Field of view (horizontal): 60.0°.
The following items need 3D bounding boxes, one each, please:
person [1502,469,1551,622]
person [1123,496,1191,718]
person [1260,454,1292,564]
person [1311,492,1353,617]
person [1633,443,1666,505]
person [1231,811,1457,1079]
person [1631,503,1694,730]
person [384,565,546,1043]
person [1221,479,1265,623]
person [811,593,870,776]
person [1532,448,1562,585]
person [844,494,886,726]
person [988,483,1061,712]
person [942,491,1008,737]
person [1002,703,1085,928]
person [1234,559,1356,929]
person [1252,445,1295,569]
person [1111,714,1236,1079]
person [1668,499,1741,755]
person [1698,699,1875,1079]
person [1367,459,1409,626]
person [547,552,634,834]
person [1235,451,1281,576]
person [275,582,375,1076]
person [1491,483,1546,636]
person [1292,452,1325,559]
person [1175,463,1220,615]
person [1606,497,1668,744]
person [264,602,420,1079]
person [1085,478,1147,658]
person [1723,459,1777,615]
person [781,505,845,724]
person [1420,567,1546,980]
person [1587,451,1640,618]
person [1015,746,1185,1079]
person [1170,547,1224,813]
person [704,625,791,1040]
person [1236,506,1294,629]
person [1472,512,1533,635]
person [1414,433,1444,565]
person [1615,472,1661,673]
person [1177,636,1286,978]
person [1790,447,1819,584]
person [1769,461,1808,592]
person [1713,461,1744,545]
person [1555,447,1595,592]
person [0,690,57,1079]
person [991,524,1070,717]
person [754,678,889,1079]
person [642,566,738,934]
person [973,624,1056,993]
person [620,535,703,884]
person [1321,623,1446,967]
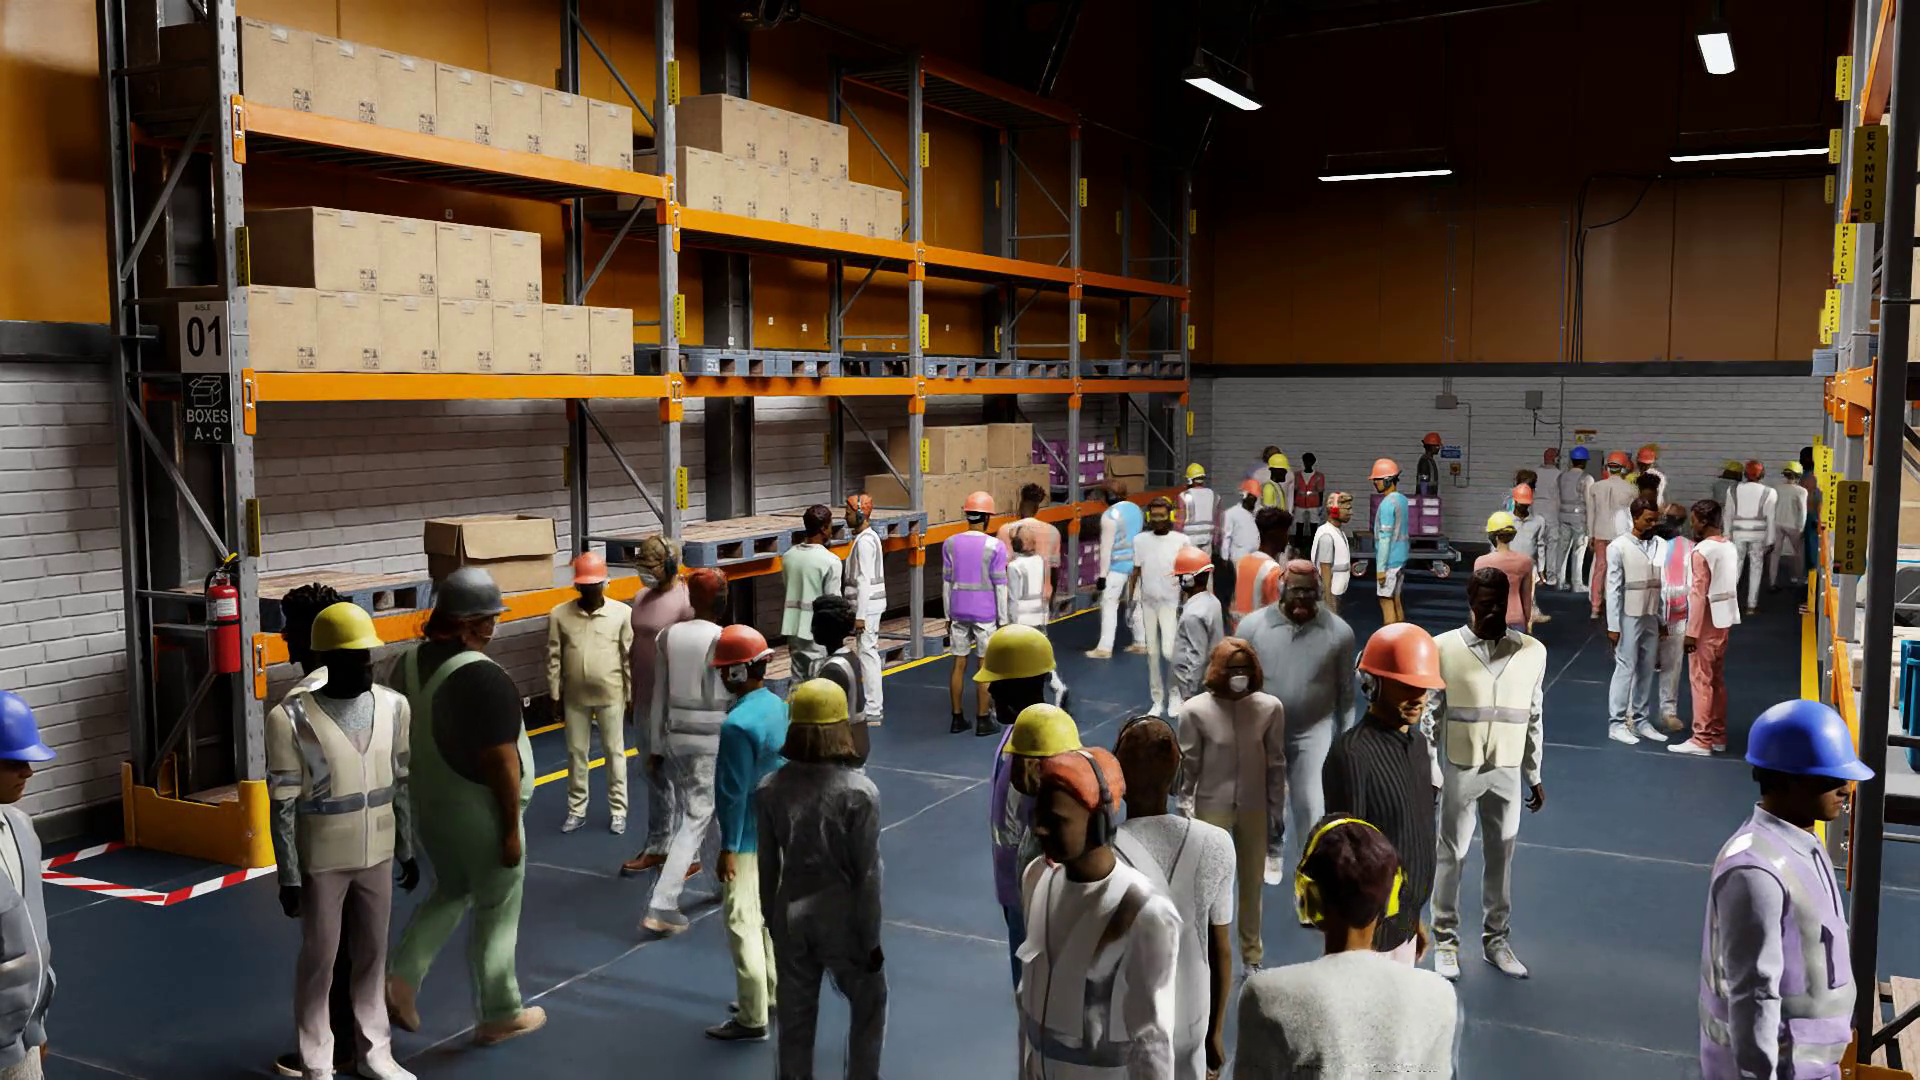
[{"bbox_3d":[6.367,0.084,19.208,0.881,1.794,0.747,2,6,20],"label":"person"},{"bbox_3d":[1.627,0.556,13.725,0.525,1.851,0.439,2,6,24],"label":"person"},{"bbox_3d":[3.860,-0.099,20.389,0.391,1.923,0.589,2,6,21],"label":"person"},{"bbox_3d":[3.196,0.498,14.434,0.392,1.836,0.561,2,6,21],"label":"person"},{"bbox_3d":[9.834,-0.417,23.767,0.373,1.928,0.584,-3,6,-31],"label":"person"},{"bbox_3d":[0.796,1.521,3.648,0.537,1.852,0.857,-1,5,-13],"label":"person"},{"bbox_3d":[5.545,0.620,13.231,0.671,1.825,0.431,0,5,0],"label":"person"},{"bbox_3d":[-2.057,1.095,6.890,0.696,2.000,0.652,3,6,33],"label":"person"},{"bbox_3d":[3.240,0.153,18.910,0.548,1.698,0.917,-2,6,-24],"label":"person"},{"bbox_3d":[-0.624,1.116,8.506,0.318,1.694,0.557,0,5,3],"label":"person"},{"bbox_3d":[8.130,-0.323,22.944,0.400,1.900,0.636,-4,7,-36],"label":"person"},{"bbox_3d":[-0.773,0.566,13.488,0.351,1.878,0.568,0,5,-3],"label":"person"},{"bbox_3d":[0.503,0.486,14.110,0.806,1.923,0.372,-4,6,-34],"label":"person"},{"bbox_3d":[0.128,0.579,13.078,0.549,1.927,0.393,2,6,25],"label":"person"},{"bbox_3d":[0.292,1.387,5.358,0.313,1.740,0.486,0,5,-1],"label":"person"},{"bbox_3d":[1.754,1.011,8.836,0.655,1.854,1.021,1,5,14],"label":"person"},{"bbox_3d":[4.239,-0.315,22.615,0.629,1.940,0.372,-2,6,-18],"label":"person"},{"bbox_3d":[0.518,1.399,4.661,0.508,1.846,0.345,-2,6,-20],"label":"person"},{"bbox_3d":[5.592,0.650,12.410,0.401,1.909,0.599,5,7,44],"label":"person"},{"bbox_3d":[2.138,1.376,4.358,0.388,1.947,0.612,4,6,34],"label":"person"},{"bbox_3d":[4.231,0.210,16.498,0.405,2.032,0.610,3,6,30],"label":"person"},{"bbox_3d":[-2.250,0.937,10.188,0.567,1.742,0.354,0,5,0],"label":"person"},{"bbox_3d":[4.390,-0.408,23.999,0.685,1.879,0.990,2,6,24],"label":"person"},{"bbox_3d":[-2.565,1.149,6.710,0.363,1.965,0.610,0,5,2],"label":"person"},{"bbox_3d":[5.760,0.286,17.153,0.559,1.747,0.331,0,5,3],"label":"person"},{"bbox_3d":[5.475,-0.533,26.226,0.535,1.700,0.318,2,6,20],"label":"person"},{"bbox_3d":[2.827,-0.006,19.896,0.593,1.825,0.403,-2,6,-24],"label":"person"},{"bbox_3d":[5.206,0.611,12.825,0.600,1.909,0.398,-3,6,-29],"label":"person"},{"bbox_3d":[-2.347,1.198,6.380,0.361,1.930,0.588,4,7,37],"label":"person"},{"bbox_3d":[1.610,0.283,16.845,0.430,1.839,0.635,5,7,41],"label":"person"},{"bbox_3d":[9.401,-0.023,19.827,0.592,1.871,0.509,4,7,37],"label":"person"},{"bbox_3d":[-1.053,0.705,11.829,0.586,1.909,0.390,5,7,44],"label":"person"},{"bbox_3d":[2.436,1.075,7.767,0.591,1.919,0.392,-1,5,-5],"label":"person"},{"bbox_3d":[7.676,-0.048,19.510,0.621,1.986,0.409,5,7,44],"label":"person"},{"bbox_3d":[0.332,1.436,4.136,0.347,1.877,0.573,-3,6,-32],"label":"person"},{"bbox_3d":[1.468,0.912,10.405,0.339,1.747,0.564,2,6,20],"label":"person"},{"bbox_3d":[-0.909,1.227,7.092,0.354,1.737,0.573,1,5,13],"label":"person"},{"bbox_3d":[2.100,0.734,11.307,0.448,1.941,0.636,-1,5,-15],"label":"person"},{"bbox_3d":[4.233,0.660,13.049,0.533,1.765,0.329,-2,6,-17],"label":"person"},{"bbox_3d":[7.190,-0.628,25.480,0.406,2.035,0.609,2,6,24],"label":"person"},{"bbox_3d":[6.637,0.288,16.180,0.596,1.934,0.857,1,5,7],"label":"person"},{"bbox_3d":[1.232,1.240,7.554,0.508,1.626,0.285,-1,5,-9],"label":"person"},{"bbox_3d":[11.804,-0.339,23.057,0.390,1.911,0.585,0,5,1],"label":"person"},{"bbox_3d":[11.044,-0.170,22.096,0.767,1.736,0.542,-3,6,-33],"label":"person"},{"bbox_3d":[10.870,-0.281,23.586,0.912,1.690,0.486,-5,7,-42],"label":"person"},{"bbox_3d":[8.218,-0.274,22.163,0.414,1.940,0.609,-3,6,-27],"label":"person"},{"bbox_3d":[-2.652,1.367,4.523,0.416,1.939,0.605,0,5,-3],"label":"person"},{"bbox_3d":[0.571,0.679,13.613,0.623,1.622,0.517,4,6,35],"label":"person"},{"bbox_3d":[-0.456,1.337,5.900,0.506,1.723,0.596,2,6,20],"label":"person"},{"bbox_3d":[-1.333,1.050,8.554,0.577,1.837,1.020,4,6,34],"label":"person"},{"bbox_3d":[0.239,1.248,5.912,0.393,1.918,0.586,-1,5,-8],"label":"person"},{"bbox_3d":[-1.632,0.932,9.220,0.627,1.934,0.370,5,7,44],"label":"person"},{"bbox_3d":[1.386,1.255,5.441,0.392,1.990,0.612,4,7,37],"label":"person"}]
